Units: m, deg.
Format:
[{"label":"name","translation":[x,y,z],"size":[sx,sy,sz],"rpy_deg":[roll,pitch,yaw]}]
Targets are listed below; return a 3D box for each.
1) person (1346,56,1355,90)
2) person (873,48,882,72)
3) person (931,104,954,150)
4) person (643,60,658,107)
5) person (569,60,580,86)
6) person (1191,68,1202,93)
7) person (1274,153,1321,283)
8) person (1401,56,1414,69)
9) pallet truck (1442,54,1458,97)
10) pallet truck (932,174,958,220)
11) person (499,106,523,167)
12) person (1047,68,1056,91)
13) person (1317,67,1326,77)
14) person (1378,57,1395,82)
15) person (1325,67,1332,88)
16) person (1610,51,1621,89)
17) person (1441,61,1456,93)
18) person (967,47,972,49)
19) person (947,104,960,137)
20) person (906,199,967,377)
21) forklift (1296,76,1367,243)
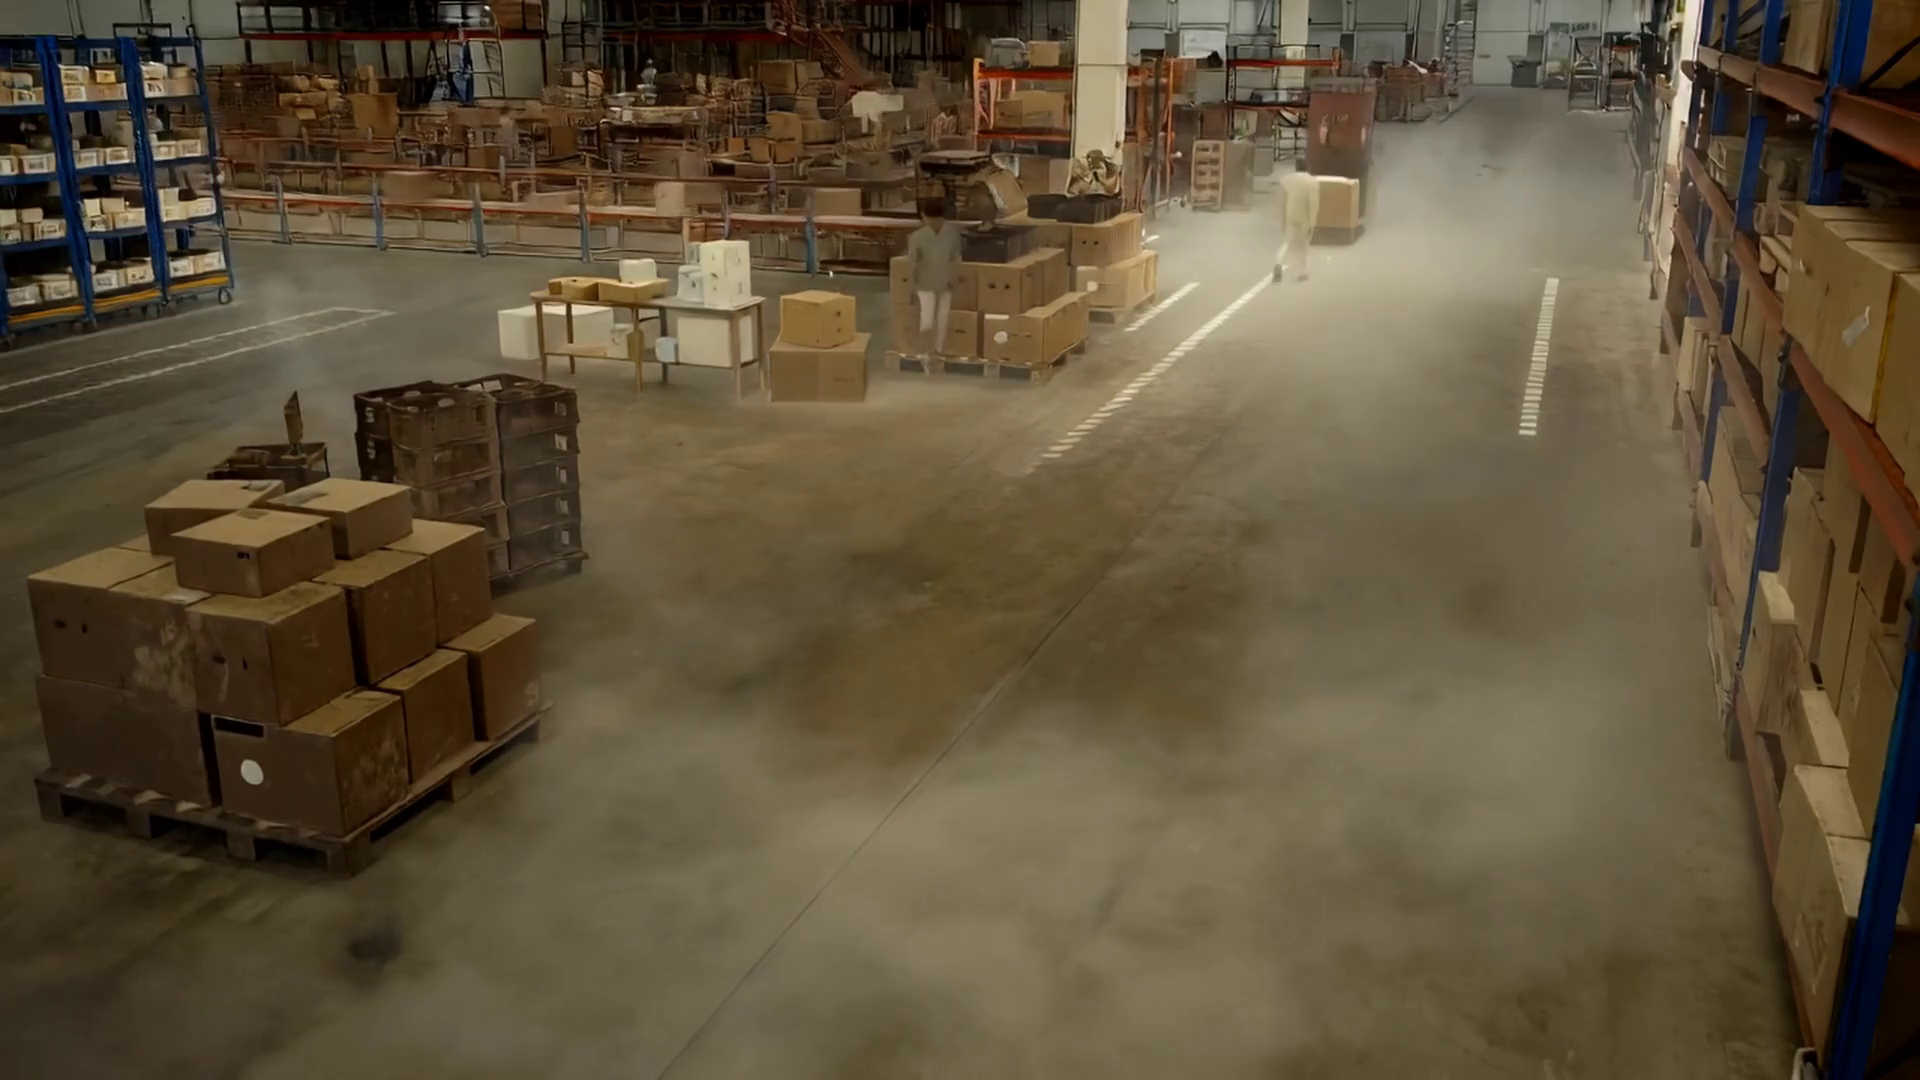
[{"label":"person","translation":[20.035,-23.979,85.416],"size":[0.535,1.700,0.318],"rpy_deg":[-14,23,-38]},{"label":"person","translation":[-4.898,-28.313,98.840],"size":[0.631,1.823,0.694],"rpy_deg":[-8,19,-24]},{"label":"person","translation":[-0.392,-9.289,39.036],"size":[0.591,1.837,0.403],"rpy_deg":[-8,19,-24]},{"label":"person","translation":[-12.477,-18.301,67.034],"size":[0.605,2.034,0.397],"rpy_deg":[-11,21,-30]},{"label":"person","translation":[-16.799,-19.992,72.593],"size":[0.344,1.879,0.585],"rpy_deg":[11,21,32]},{"label":"person","translation":[8.493,-15.855,59.337],"size":[0.692,2.000,1.056],"rpy_deg":[-12,21,-34]},{"label":"person","translation":[4.981,-4.749,24.638],"size":[0.634,1.924,0.701],"rpy_deg":[13,22,35]},{"label":"person","translation":[21.350,-22.189,79.587],"size":[0.621,1.834,0.430],"rpy_deg":[-4,18,-11]},{"label":"pallet truck","translation":[22.765,-21.886,78.355],"size":[0.823,1.965,1.885],"rpy_deg":[-4,18,-14]},{"label":"pallet truck","translation":[-0.507,-5.292,27.348],"size":[0.653,1.274,1.630],"rpy_deg":[6,19,19]},{"label":"person","translation":[-10.869,-9.650,40.327],"size":[0.518,1.739,0.765],"rpy_deg":[15,23,40]},{"label":"person","translation":[3.783,-18.371,67.383],"size":[0.922,1.963,0.615],"rpy_deg":[-11,21,-32]},{"label":"person","translation":[14.708,-18.370,67.536],"size":[0.551,1.851,0.569],"rpy_deg":[-5,18,-15]},{"label":"person","translation":[19.555,-21.147,76.201],"size":[0.675,1.893,0.794],"rpy_deg":[7,19,22]},{"label":"person","translation":[17.388,-21.659,78.142],"size":[0.503,1.691,0.928],"rpy_deg":[-12,21,-33]},{"label":"person","translation":[33.526,-24.012,85.136],"size":[0.552,1.934,0.364],"rpy_deg":[3,18,8]},{"label":"person","translation":[20.829,-19.492,71.026],"size":[0.633,1.892,1.013],"rpy_deg":[0,18,1]},{"label":"person","translation":[0.546,-27.531,96.189],"size":[0.360,1.939,0.543],"rpy_deg":[13,22,35]},{"label":"person","translation":[-0.258,-10.243,42.295],"size":[0.543,1.674,0.709],"rpy_deg":[8,20,25]},{"label":"person","translation":[-0.253,-2.767,18.336],"size":[0.626,1.969,0.448],"rpy_deg":[-6,19,-18]},{"label":"forklift","translation":[6.598,-6.755,29.381],"size":[1.129,2.768,1.873],"rpy_deg":[6,19,19]}]
